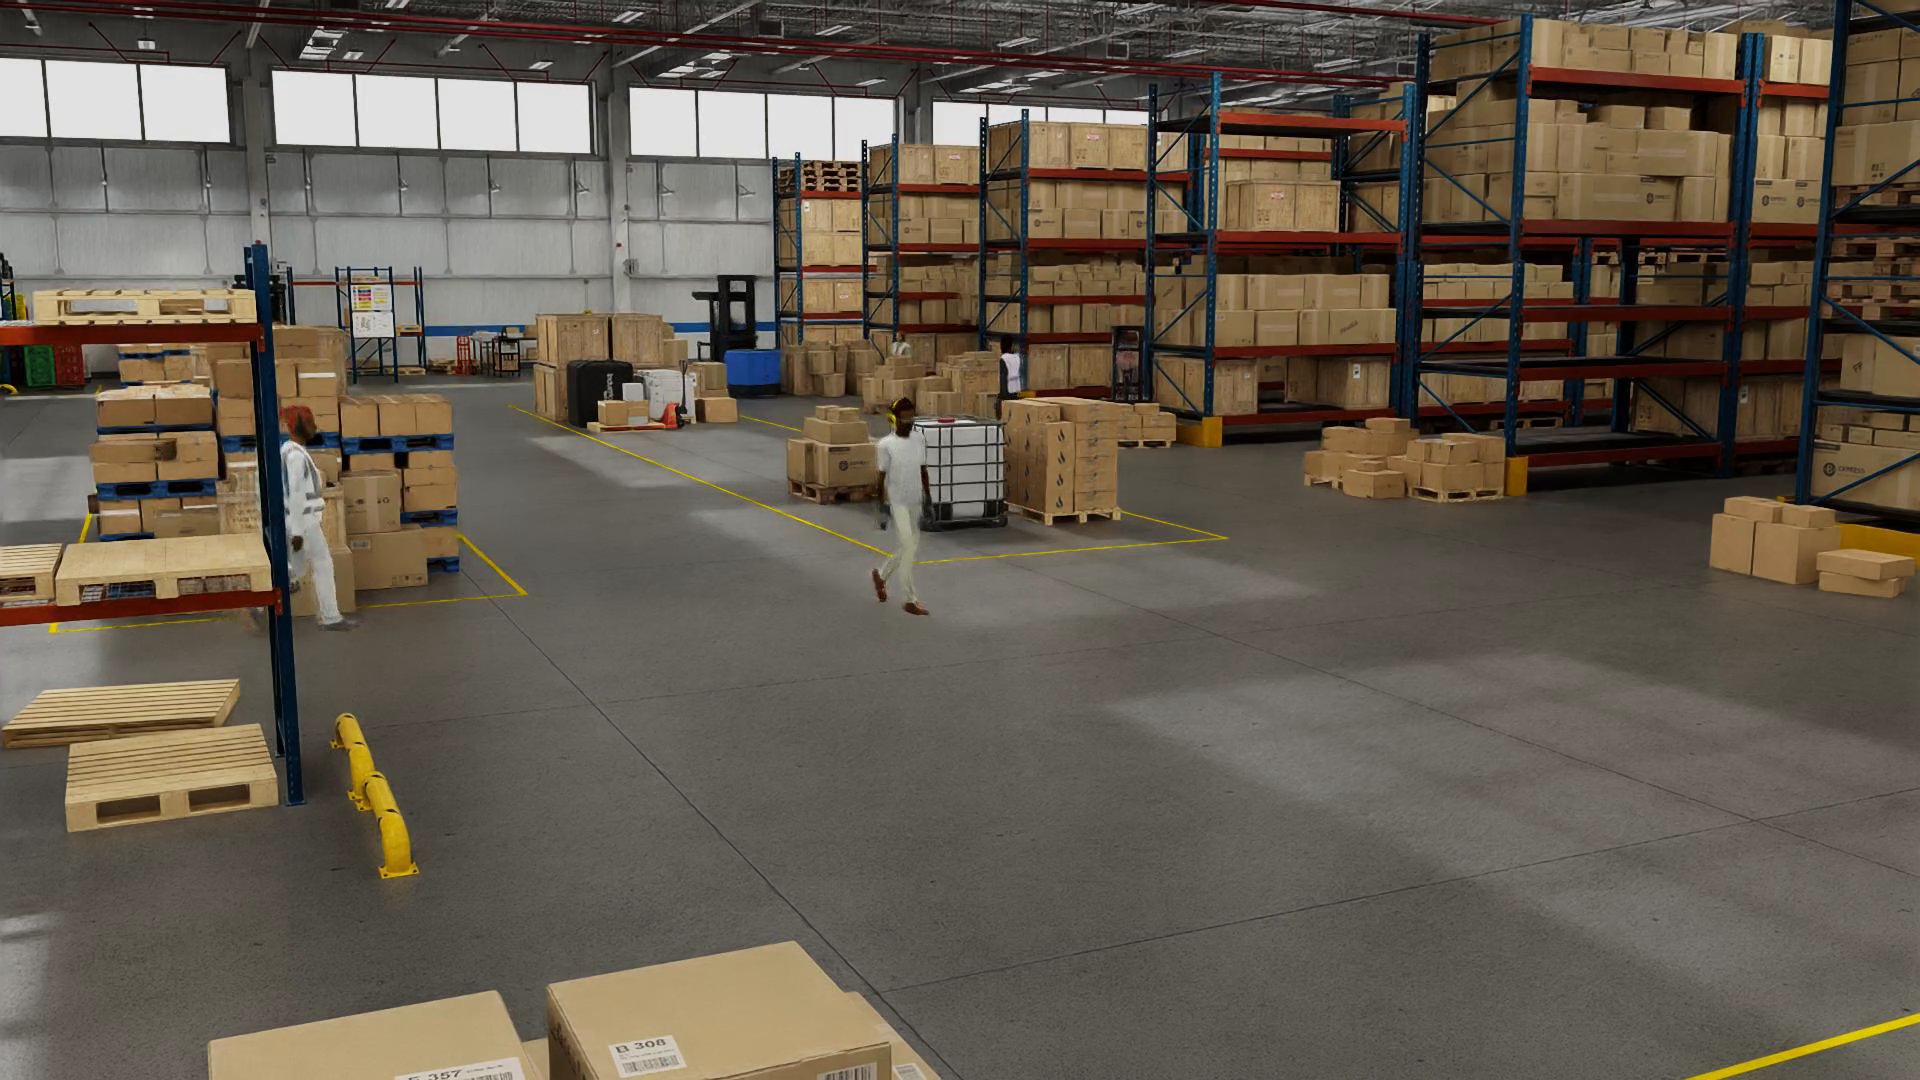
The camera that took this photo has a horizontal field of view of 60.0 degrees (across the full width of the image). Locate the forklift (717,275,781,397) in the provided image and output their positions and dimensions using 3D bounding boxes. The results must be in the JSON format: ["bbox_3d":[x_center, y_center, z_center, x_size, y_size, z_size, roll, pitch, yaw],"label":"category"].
[{"bbox_3d":[-5.146,-4.763,38.639,1.873,2.768,1.129,8,12,42],"label":"forklift"}]

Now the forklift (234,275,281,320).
[{"bbox_3d":[-15.713,-4.560,37.376,1.129,2.768,1.873,-4,10,-25],"label":"forklift"}]

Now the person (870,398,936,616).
[{"bbox_3d":[-0.500,-0.301,14.206,0.764,1.837,0.523,9,13,43],"label":"person"}]

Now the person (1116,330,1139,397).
[{"bbox_3d":[3.269,-3.213,32.380,0.951,1.802,0.639,-4,10,-26],"label":"person"}]

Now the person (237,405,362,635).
[{"bbox_3d":[-5.265,-0.142,13.154,0.844,1.862,0.579,-5,11,-30],"label":"person"}]

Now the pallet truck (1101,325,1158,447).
[{"bbox_3d":[2.881,-2.596,27.923,0.823,1.965,1.885,-1,9,-7],"label":"pallet truck"}]

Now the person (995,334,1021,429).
[{"bbox_3d":[0.847,-2.434,27.256,0.836,1.892,0.600,5,11,29],"label":"person"}]

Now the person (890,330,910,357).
[{"bbox_3d":[-1.309,-3.733,36.102,0.541,1.624,0.367,5,10,26],"label":"person"}]
